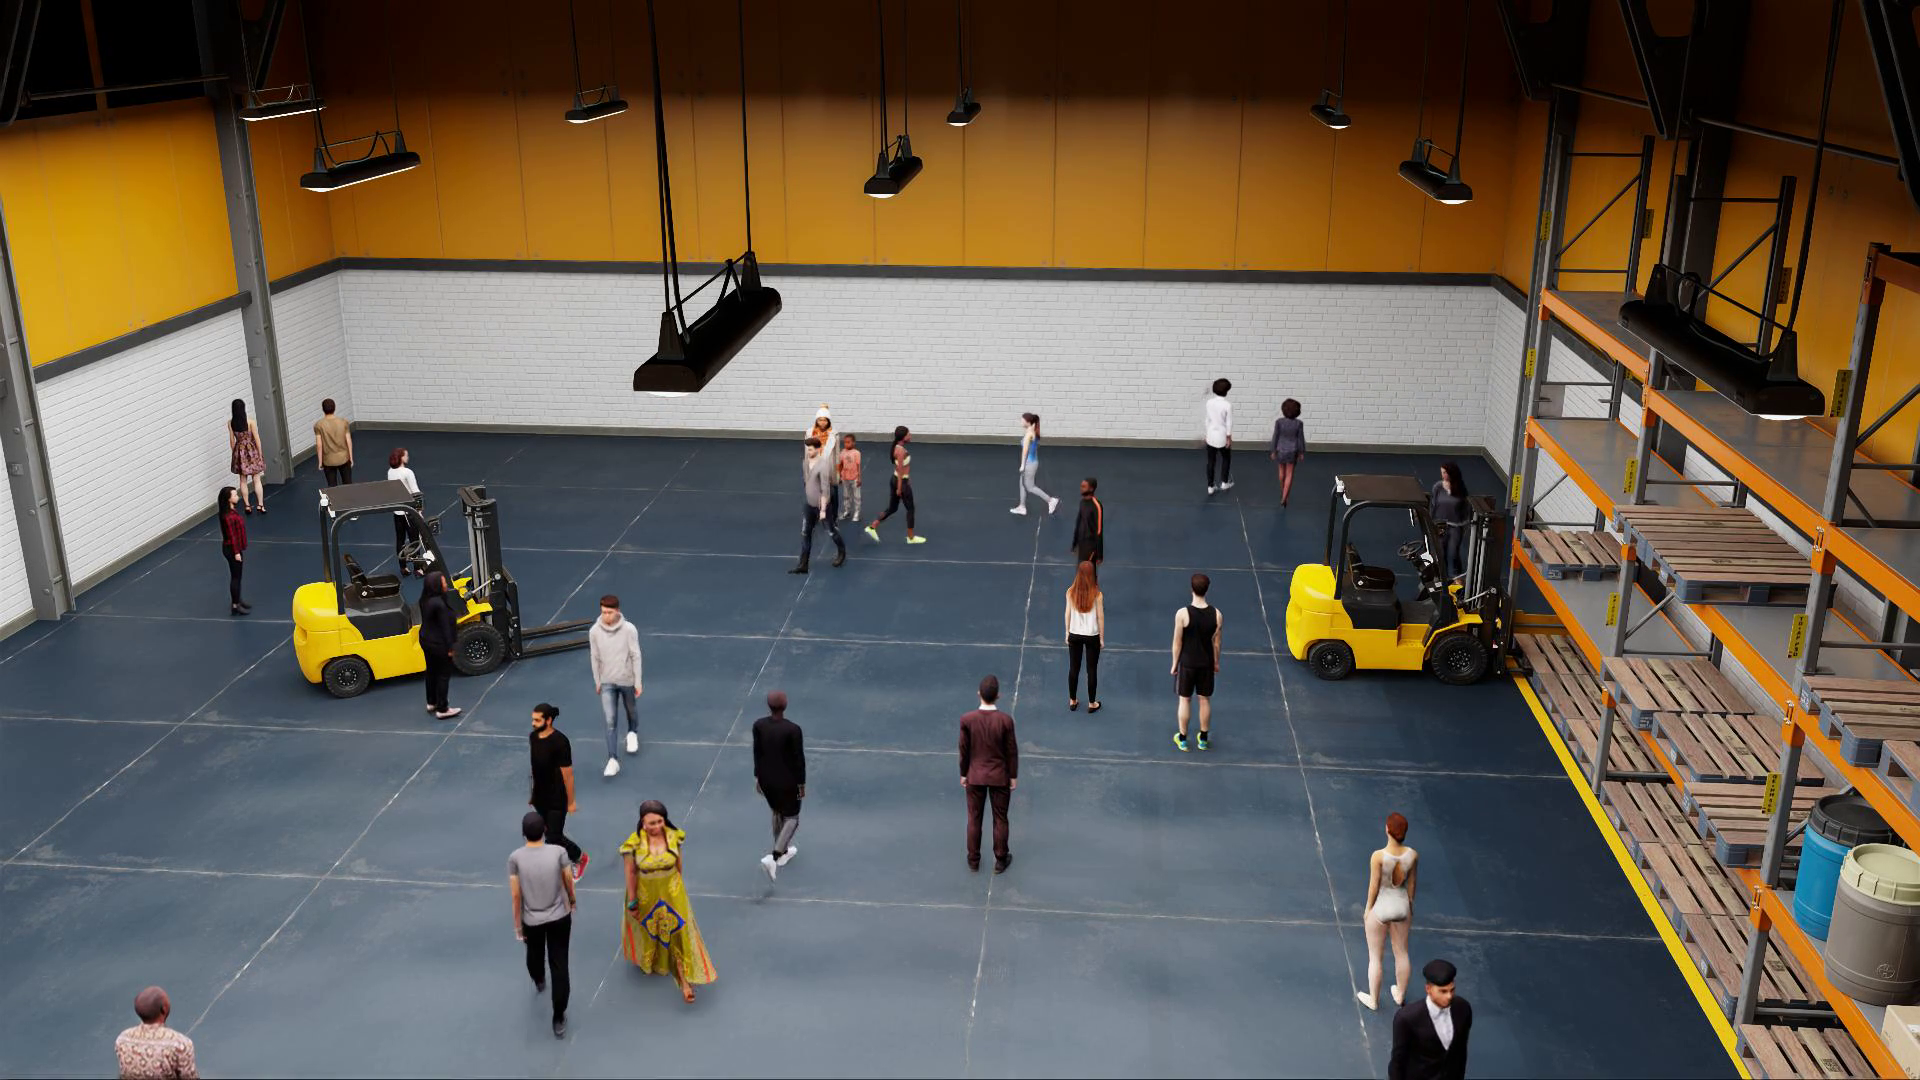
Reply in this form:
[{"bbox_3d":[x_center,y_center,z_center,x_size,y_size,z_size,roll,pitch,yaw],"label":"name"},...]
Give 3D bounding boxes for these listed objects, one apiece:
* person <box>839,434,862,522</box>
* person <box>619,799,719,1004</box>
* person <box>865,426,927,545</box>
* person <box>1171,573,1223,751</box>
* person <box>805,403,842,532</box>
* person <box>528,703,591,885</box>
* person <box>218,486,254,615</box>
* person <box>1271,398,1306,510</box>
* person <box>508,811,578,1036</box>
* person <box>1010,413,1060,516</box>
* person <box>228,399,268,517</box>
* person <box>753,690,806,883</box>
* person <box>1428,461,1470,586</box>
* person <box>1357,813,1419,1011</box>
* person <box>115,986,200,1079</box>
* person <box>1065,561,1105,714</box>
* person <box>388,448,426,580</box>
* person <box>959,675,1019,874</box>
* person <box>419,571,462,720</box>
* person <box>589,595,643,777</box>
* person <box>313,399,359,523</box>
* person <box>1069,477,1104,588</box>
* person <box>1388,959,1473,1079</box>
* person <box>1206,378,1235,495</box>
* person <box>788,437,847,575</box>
[{"bbox_3d":[-1.611,-0.941,24.604,0.546,1.310,0.545,8,20,22],"label":"person"},{"bbox_3d":[-2.427,2.777,13.109,1.182,1.601,1.367,-9,21,-25],"label":"person"},{"bbox_3d":[-0.940,-0.753,23.395,0.851,1.725,1.081,-4,19,-13],"label":"person"},{"bbox_3d":[2.429,1.263,17.151,0.704,1.890,0.641,-2,19,-7],"label":"person"},{"bbox_3d":[-1.974,-1.049,24.019,0.685,1.888,0.667,1,19,2],"label":"person"},{"bbox_3d":[-3.503,2.210,14.559,0.776,1.750,0.831,15,24,38],"label":"person"},{"bbox_3d":[-9.142,0.124,20.906,0.714,1.651,0.594,-7,20,-20],"label":"person"},{"bbox_3d":[4.918,-1.250,24.989,0.778,1.650,1.115,5,19,16],"label":"person"},{"bbox_3d":[-3.123,2.906,12.552,0.788,1.712,1.159,-3,19,-8],"label":"person"},{"bbox_3d":[1.103,-1.093,24.623,0.718,1.587,0.952,5,19,15],"label":"person"},{"bbox_3d":[-10.610,-1.232,24.740,0.725,1.774,0.739,-2,19,-7],"label":"person"},{"bbox_3d":[-1.628,2.176,14.668,0.828,1.744,1.085,7,20,19],"label":"person"},{"bbox_3d":[6.421,-0.199,21.736,0.739,1.734,0.763,5,19,14],"label":"person"},{"bbox_3d":[3.311,2.853,12.814,0.597,1.643,0.563,-4,19,-12],"label":"person"},{"bbox_3d":[-4.931,3.613,10.320,0.731,1.796,0.654,4,19,12],"label":"person"},{"bbox_3d":[1.352,1.044,18.064,0.630,1.722,0.576,6,20,18],"label":"person"},{"bbox_3d":[-7.378,-0.353,22.104,0.661,1.792,0.618,7,20,21],"label":"person"},{"bbox_3d":[0.253,2.082,14.758,0.669,1.866,0.581,2,19,6],"label":"person"},{"bbox_3d":[-5.665,1.127,17.995,0.816,1.610,0.758,-16,24,-39],"label":"person"},{"bbox_3d":[-3.427,1.396,16.873,0.784,1.815,1.253,0,19,-1],"label":"person"},{"bbox_3d":[-9.176,-1.176,24.453,0.753,1.851,0.756,-9,21,-24],"label":"person"},{"bbox_3d":[1.695,0.081,20.817,0.897,1.790,0.871,-8,20,-21],"label":"person"},{"bbox_3d":[2.971,3.453,10.675,0.804,1.872,0.742,-4,19,-11],"label":"person"},{"bbox_3d":[3.962,-1.592,25.787,0.848,1.788,0.944,11,22,30],"label":"person"},{"bbox_3d":[-1.817,-0.472,22.337,1.199,1.868,1.329,17,25,40],"label":"person"}]
